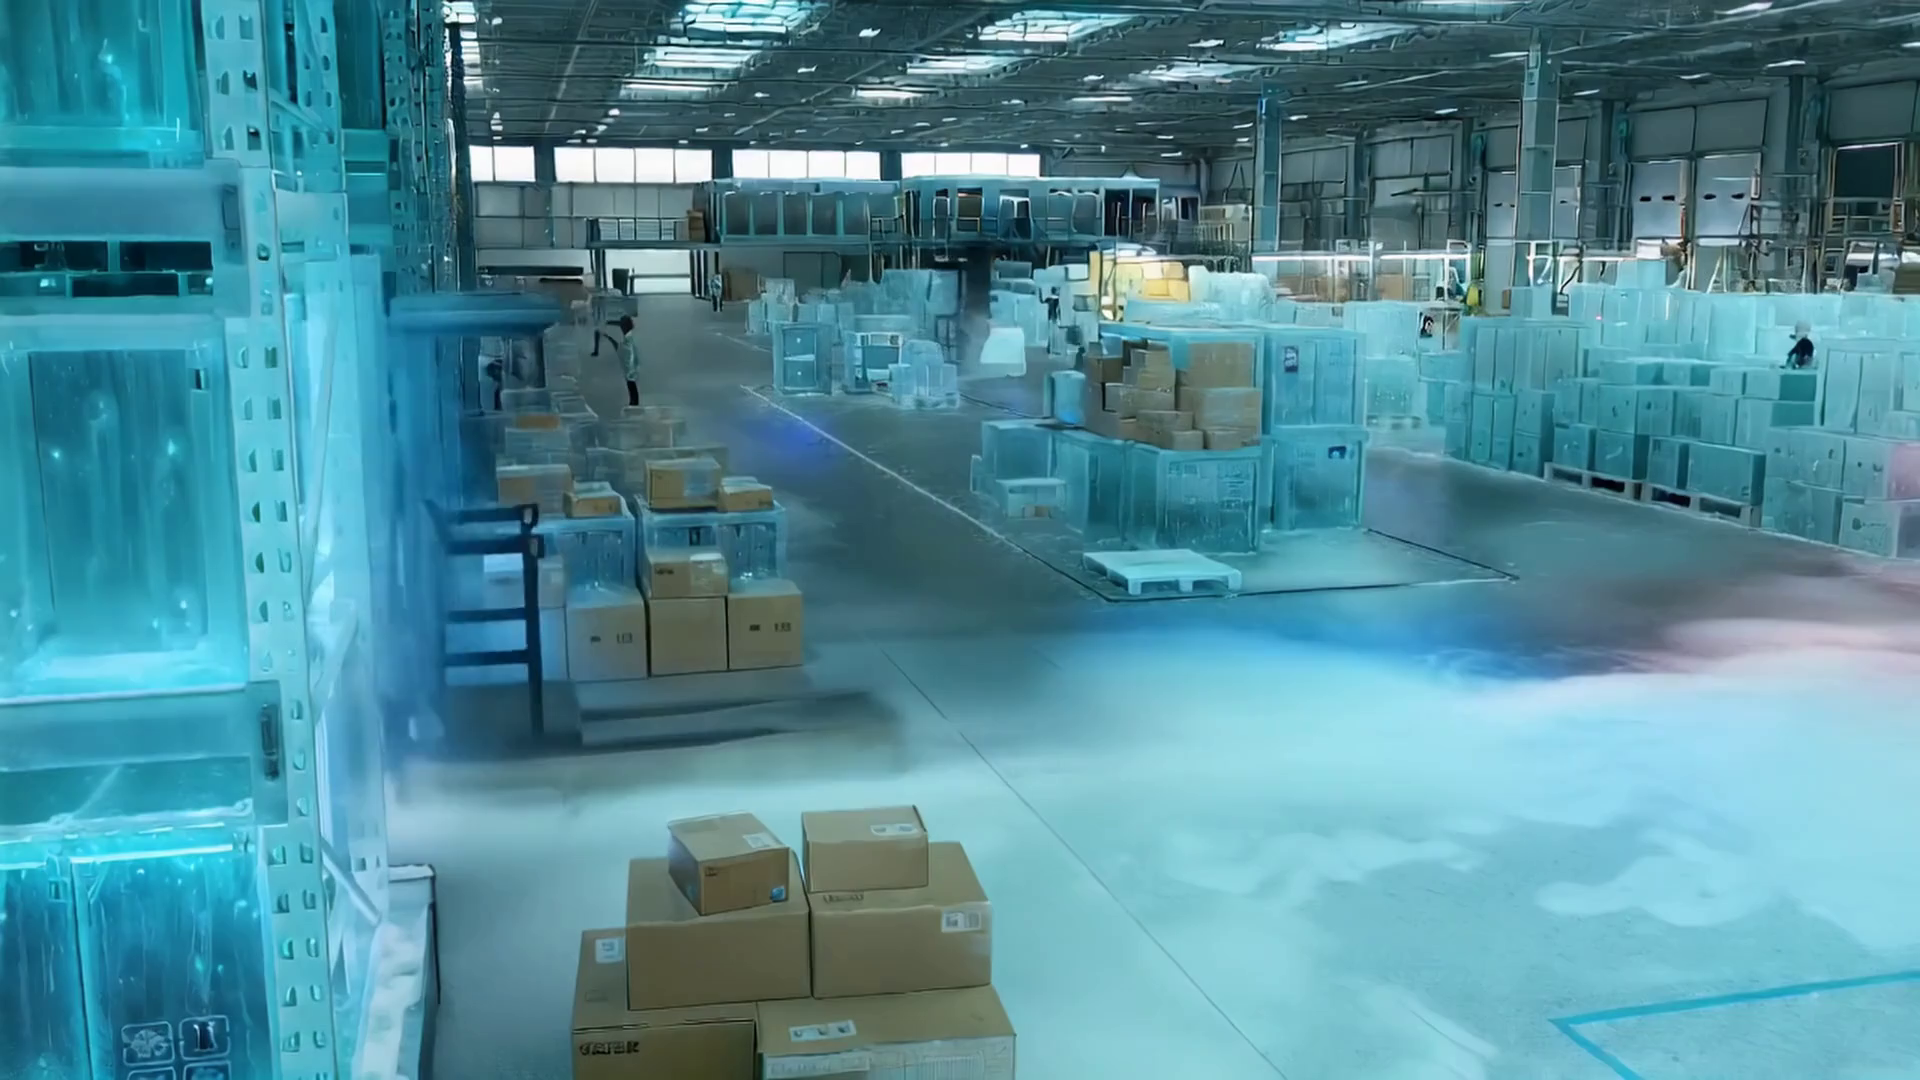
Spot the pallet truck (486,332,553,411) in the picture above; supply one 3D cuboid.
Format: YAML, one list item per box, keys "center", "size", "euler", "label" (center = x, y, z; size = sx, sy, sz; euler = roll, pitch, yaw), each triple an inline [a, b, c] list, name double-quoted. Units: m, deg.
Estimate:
- center: [-6.242, -2.418, 24.362]
  size: [0.823, 1.965, 1.885]
  euler: [1, 10, 3]
  label: "pallet truck"

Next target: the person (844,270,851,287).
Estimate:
- center: [-5.125, -11.529, 76.537]
  size: [0.980, 1.787, 0.529]
  euler: [6, 12, 31]
  label: "person"

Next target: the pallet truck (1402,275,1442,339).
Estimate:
- center: [14.620, -7.324, 52.145]
  size: [0.823, 1.965, 1.885]
  euler: [8, 13, 40]
  label: "pallet truck"

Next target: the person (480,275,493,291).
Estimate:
- center: [-17.012, -8.611, 59.901]
  size: [0.598, 1.830, 0.403]
  euler: [7, 12, 36]
  label: "person"

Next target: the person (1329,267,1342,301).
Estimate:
- center: [19.650, -13.402, 87.167]
  size: [0.650, 1.798, 0.919]
  euler: [-3, 10, -16]
  label: "person"

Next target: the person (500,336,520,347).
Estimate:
- center: [-12.898, -6.310, 47.534]
  size: [0.499, 1.609, 0.736]
  euler: [4, 11, 20]
  label: "person"

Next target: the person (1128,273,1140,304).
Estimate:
- center: [6.036, -8.379, 58.295]
  size: [0.544, 1.937, 0.358]
  euler: [-6, 12, -30]
  label: "person"

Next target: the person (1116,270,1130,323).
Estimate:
- center: [5.667, -8.405, 58.144]
  size: [0.535, 2.000, 0.674]
  euler: [4, 11, 21]
  label: "person"

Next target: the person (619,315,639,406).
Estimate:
- center: [-5.645, -2.977, 28.370]
  size: [0.320, 1.698, 0.538]
  euler: [-3, 10, -15]
  label: "person"

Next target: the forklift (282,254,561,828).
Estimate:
- center: [-3.038, -0.029, 8.338]
  size: [1.873, 2.768, 1.129]
  euler: [-3, 10, -15]
  label: "forklift"

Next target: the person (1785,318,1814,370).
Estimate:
- center: [10.870, -1.904, 21.619]
  size: [0.357, 1.938, 0.637]
  euler: [5, 11, 27]
  label: "person"

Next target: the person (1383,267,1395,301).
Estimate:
- center: [19.949, -11.740, 77.423]
  size: [0.879, 1.905, 0.611]
  euler: [-1, 10, -6]
  label: "person"

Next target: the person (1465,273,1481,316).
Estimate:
- center: [18.371, -8.595, 59.581]
  size: [0.582, 1.919, 0.394]
  euler: [-2, 10, -10]
  label: "person"

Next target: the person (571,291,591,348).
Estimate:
- center: [-10.671, -6.214, 46.931]
  size: [0.522, 1.612, 0.686]
  euler: [-9, 13, -41]
  label: "person"

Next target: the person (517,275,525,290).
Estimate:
- center: [-17.342, -9.593, 65.736]
  size: [0.309, 1.736, 0.485]
  euler: [-7, 12, -36]
  label: "person"

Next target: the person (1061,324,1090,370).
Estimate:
- center: [1.578, -2.053, 22.804]
  size: [0.464, 1.816, 0.647]
  euler: [-2, 10, -9]
  label: "person"

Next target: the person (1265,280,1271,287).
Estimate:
- center: [9.559, -7.162, 51.708]
  size: [0.562, 1.838, 0.957]
  euler: [-1, 10, -8]
  label: "person"

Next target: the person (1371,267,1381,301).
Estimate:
- center: [19.805, -12.099, 79.505]
  size: [0.597, 1.894, 0.808]
  euler: [-6, 12, -31]
  label: "person"

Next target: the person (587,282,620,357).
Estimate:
- center: [-9.311, -5.750, 43.374]
  size: [0.783, 1.945, 0.610]
  euler: [-3, 10, -16]
  label: "person"

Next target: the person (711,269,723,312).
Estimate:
- center: [-10.591, -10.842, 72.387]
  size: [0.575, 1.884, 0.355]
  euler: [4, 11, 22]
  label: "person"

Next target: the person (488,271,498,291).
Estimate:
- center: [-17.001, -8.809, 60.639]
  size: [0.586, 1.966, 0.639]
  euler: [1, 10, 7]
  label: "person"

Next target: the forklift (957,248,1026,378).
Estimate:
- center: [0.421, -4.994, 36.454]
  size: [1.873, 2.768, 1.129]
  euler: [-3, 10, -15]
  label: "forklift"

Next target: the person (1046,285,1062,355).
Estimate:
- center: [2.489, -5.831, 44.095]
  size: [0.321, 1.859, 0.512]
  euler: [-9, 13, -41]
  label: "person"
